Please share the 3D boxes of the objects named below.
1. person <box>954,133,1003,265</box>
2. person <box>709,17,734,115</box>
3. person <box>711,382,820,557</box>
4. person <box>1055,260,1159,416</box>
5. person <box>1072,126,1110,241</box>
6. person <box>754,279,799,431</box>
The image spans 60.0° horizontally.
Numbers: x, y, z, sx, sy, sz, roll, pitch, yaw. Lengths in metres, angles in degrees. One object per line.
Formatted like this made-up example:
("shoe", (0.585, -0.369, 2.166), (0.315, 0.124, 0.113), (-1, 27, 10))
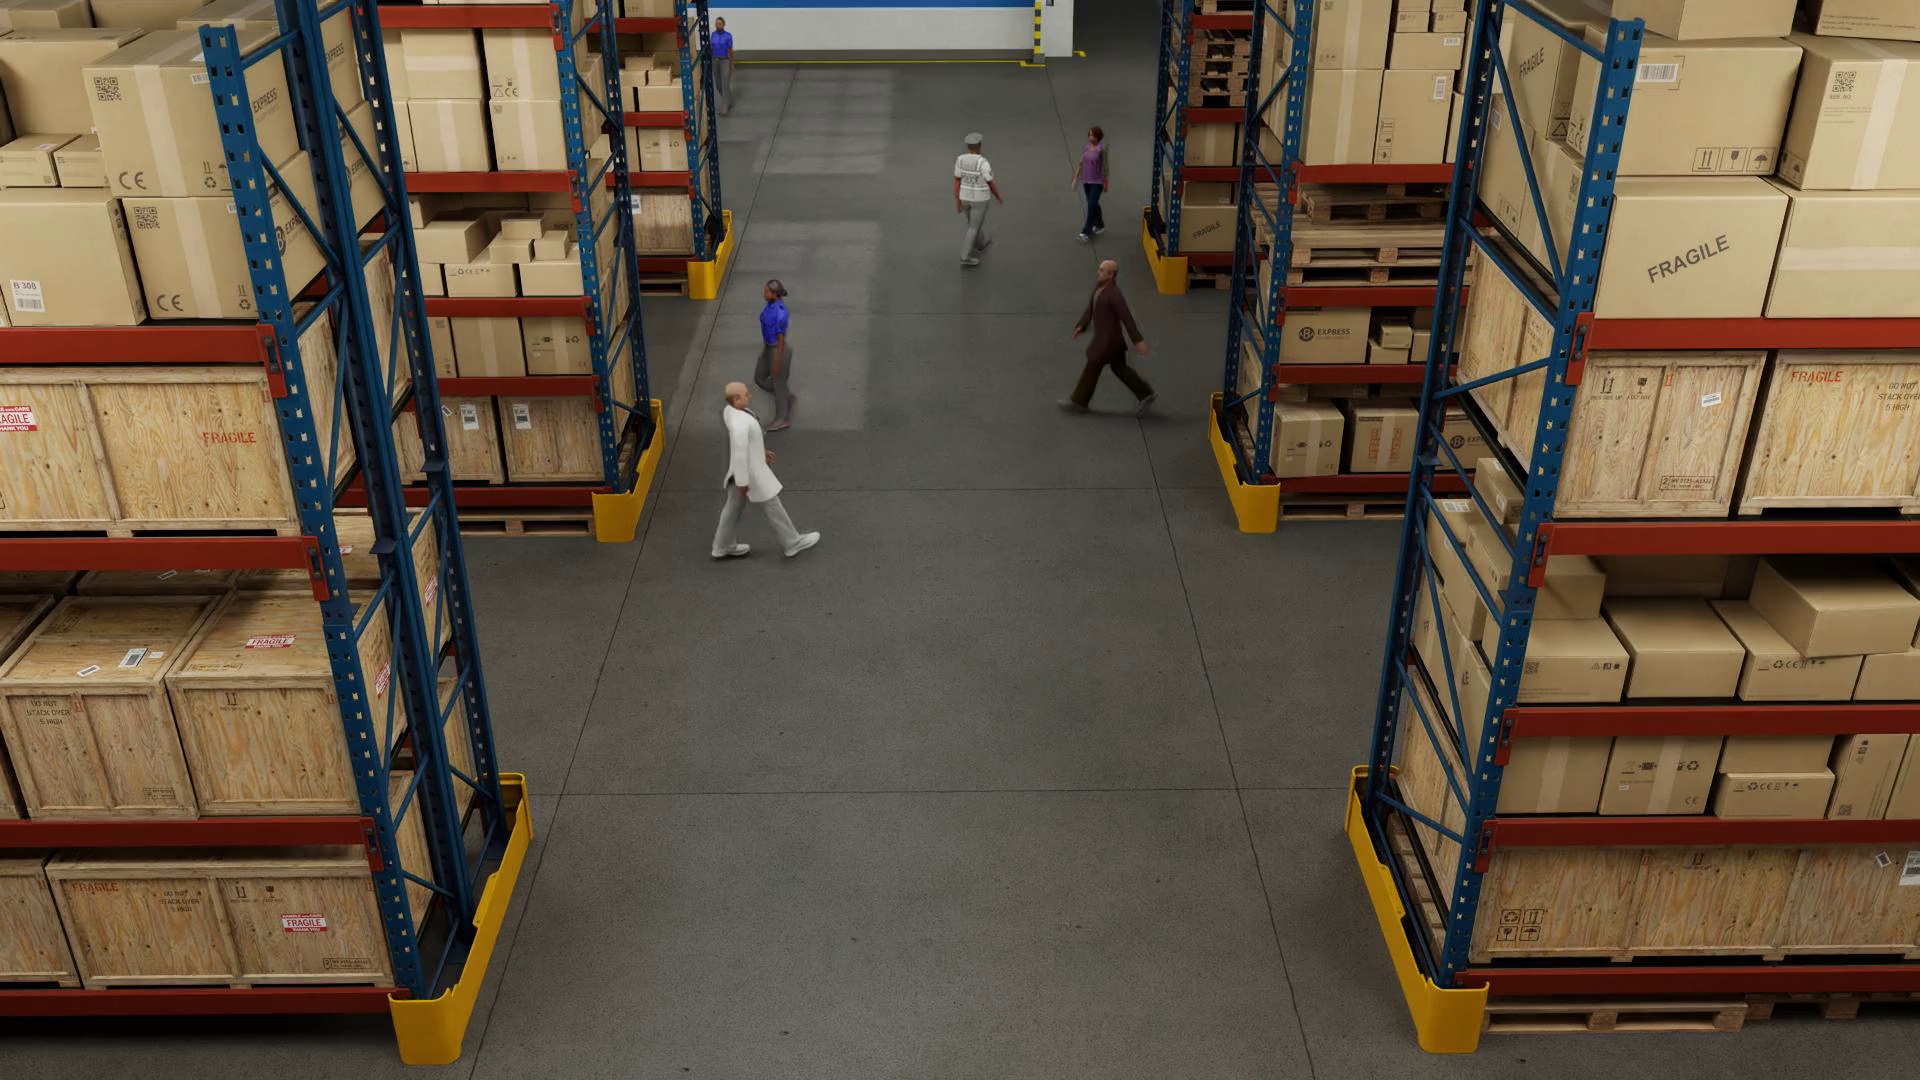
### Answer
("person", (0.263, -4.658, 22.558), (0.556, 1.730, 0.961), (19, 34, 31))
("person", (-4.312, -8.579, 29.996), (0.454, 1.649, 0.782), (9, 30, 16))
("person", (-1.822, -0.652, 15.104), (0.984, 1.748, 0.578), (-12, 30, -21))
("person", (1.621, -2.192, 18.003), (1.130, 1.723, 0.544), (1, 28, 2))
("person", (1.811, -5.011, 23.385), (0.780, 1.575, 0.433), (-23, 36, -36))
("person", (-1.934, -1.985, 17.685), (0.484, 1.657, 0.453), (-12, 31, -22))
